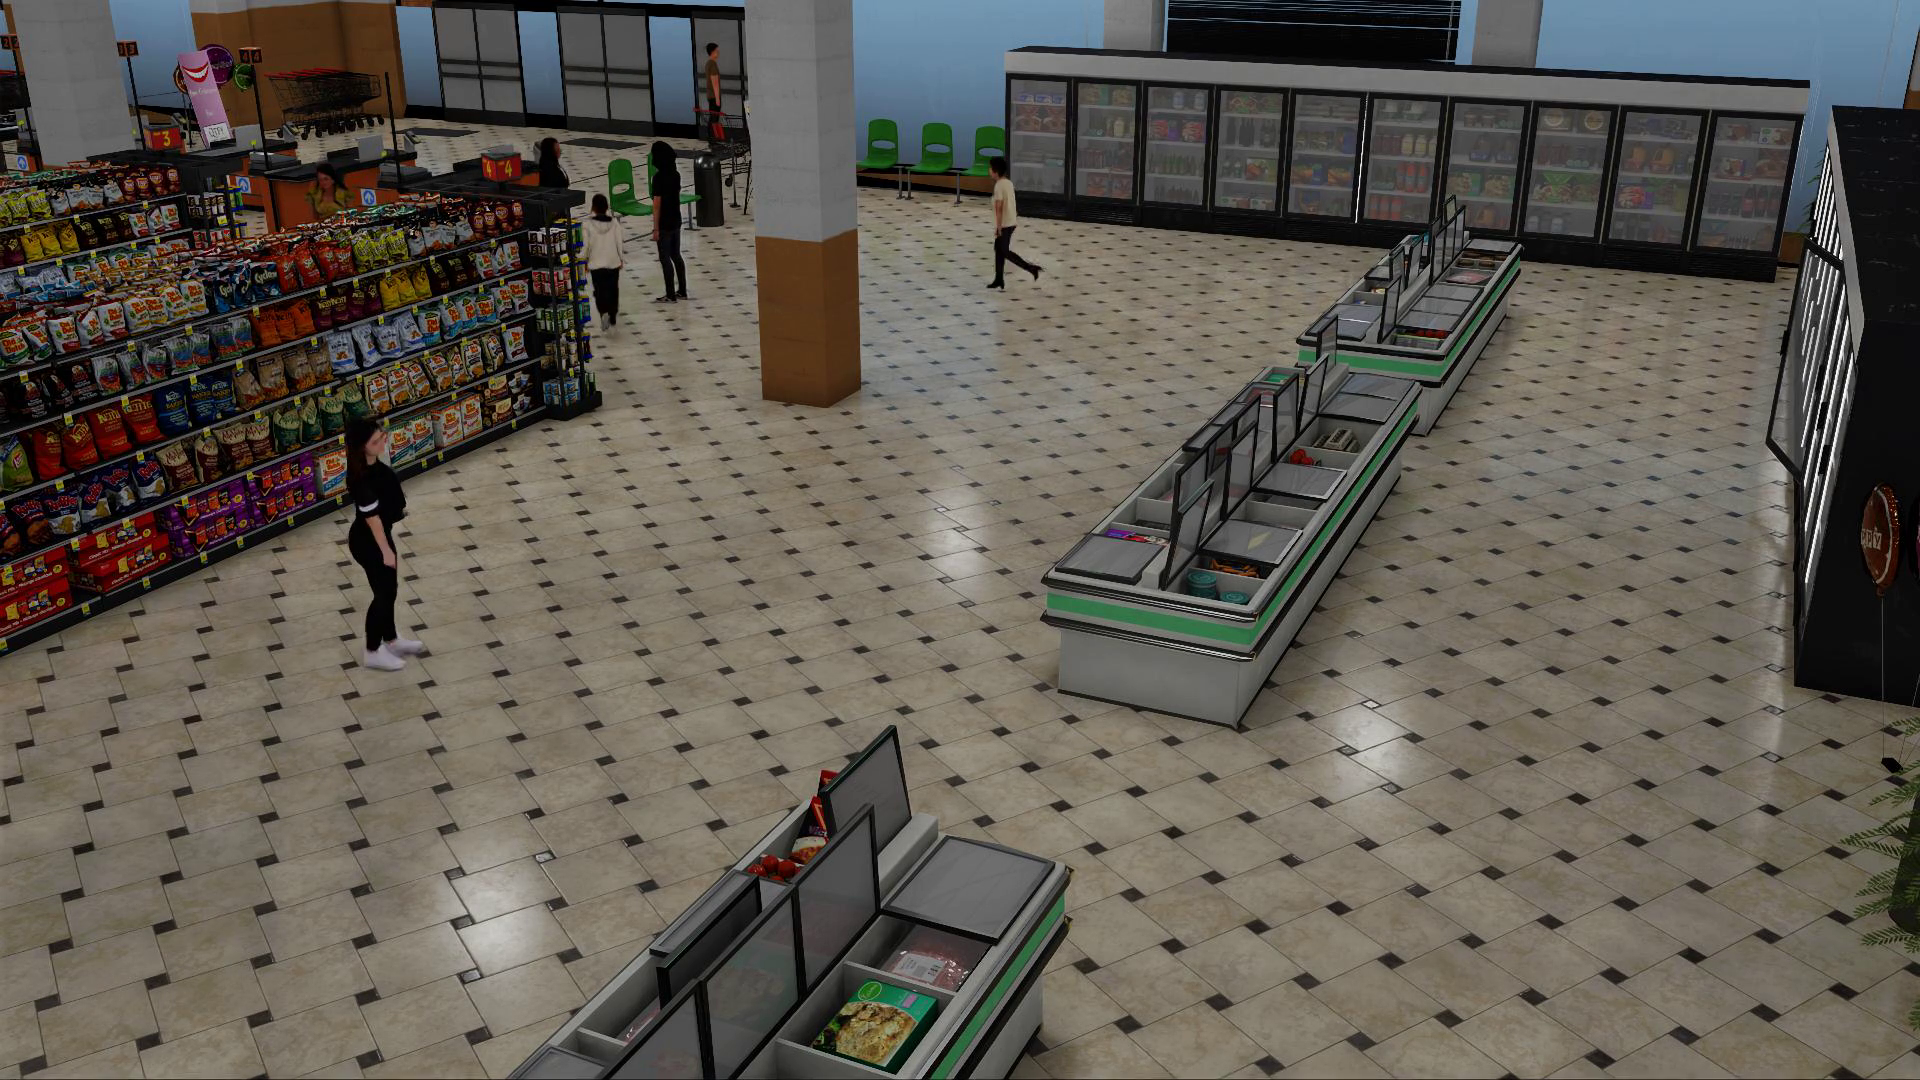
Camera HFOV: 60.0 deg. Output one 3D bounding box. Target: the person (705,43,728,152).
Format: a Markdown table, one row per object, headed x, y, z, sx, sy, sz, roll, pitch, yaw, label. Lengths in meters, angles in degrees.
| x | y | z | sx | sy | sz | roll | pitch | yaw | label |
| --- | --- | --- | --- | --- | --- | --- | --- | --- | --- |
| -4.373 | -7.879 | 29.551 | 0.807 | 1.851 | 0.722 | -6 | 23 | -14 | person |

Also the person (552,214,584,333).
| x | y | z | sx | sy | sz | roll | pitch | yaw | label |
| --- | --- | --- | --- | --- | --- | --- | --- | --- | --- |
| -3.948 | -2.523 | 16.739 | 0.720 | 1.464 | 0.733 | 14 | 26 | 32 | person |

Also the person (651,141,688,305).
| x | y | z | sx | sy | sz | roll | pitch | yaw | label |
| --- | --- | --- | --- | --- | --- | --- | --- | --- | --- |
| -3.337 | -3.625 | 19.027 | 0.669 | 1.805 | 0.453 | 9 | 24 | 22 | person |

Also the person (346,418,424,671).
| x | y | z | sx | sy | sz | roll | pitch | yaw | label |
| --- | --- | --- | --- | --- | --- | --- | --- | --- | --- |
| -3.583 | 0.000 | 10.245 | 0.793 | 1.626 | 0.731 | -13 | 25 | -30 | person |

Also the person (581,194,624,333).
| x | y | z | sx | sy | sz | roll | pitch | yaw | label |
| --- | --- | --- | --- | --- | --- | --- | --- | --- | --- |
| -3.815 | -2.956 | 17.851 | 0.901 | 1.440 | 0.977 | -6 | 23 | -15 | person |

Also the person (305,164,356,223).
| x | y | z | sx | sy | sz | roll | pitch | yaw | label |
| --- | --- | --- | --- | --- | --- | --- | --- | --- | --- |
| -7.044 | -3.443 | 18.832 | 1.138 | 1.611 | 1.291 | -4 | 22 | -9 | person |

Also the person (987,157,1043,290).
| x | y | z | sx | sy | sz | roll | pitch | yaw | label |
| --- | --- | --- | --- | --- | --- | --- | --- | --- | --- |
| 0.606 | -3.661 | 19.452 | 0.700 | 1.553 | 0.876 | 8 | 23 | 19 | person |
